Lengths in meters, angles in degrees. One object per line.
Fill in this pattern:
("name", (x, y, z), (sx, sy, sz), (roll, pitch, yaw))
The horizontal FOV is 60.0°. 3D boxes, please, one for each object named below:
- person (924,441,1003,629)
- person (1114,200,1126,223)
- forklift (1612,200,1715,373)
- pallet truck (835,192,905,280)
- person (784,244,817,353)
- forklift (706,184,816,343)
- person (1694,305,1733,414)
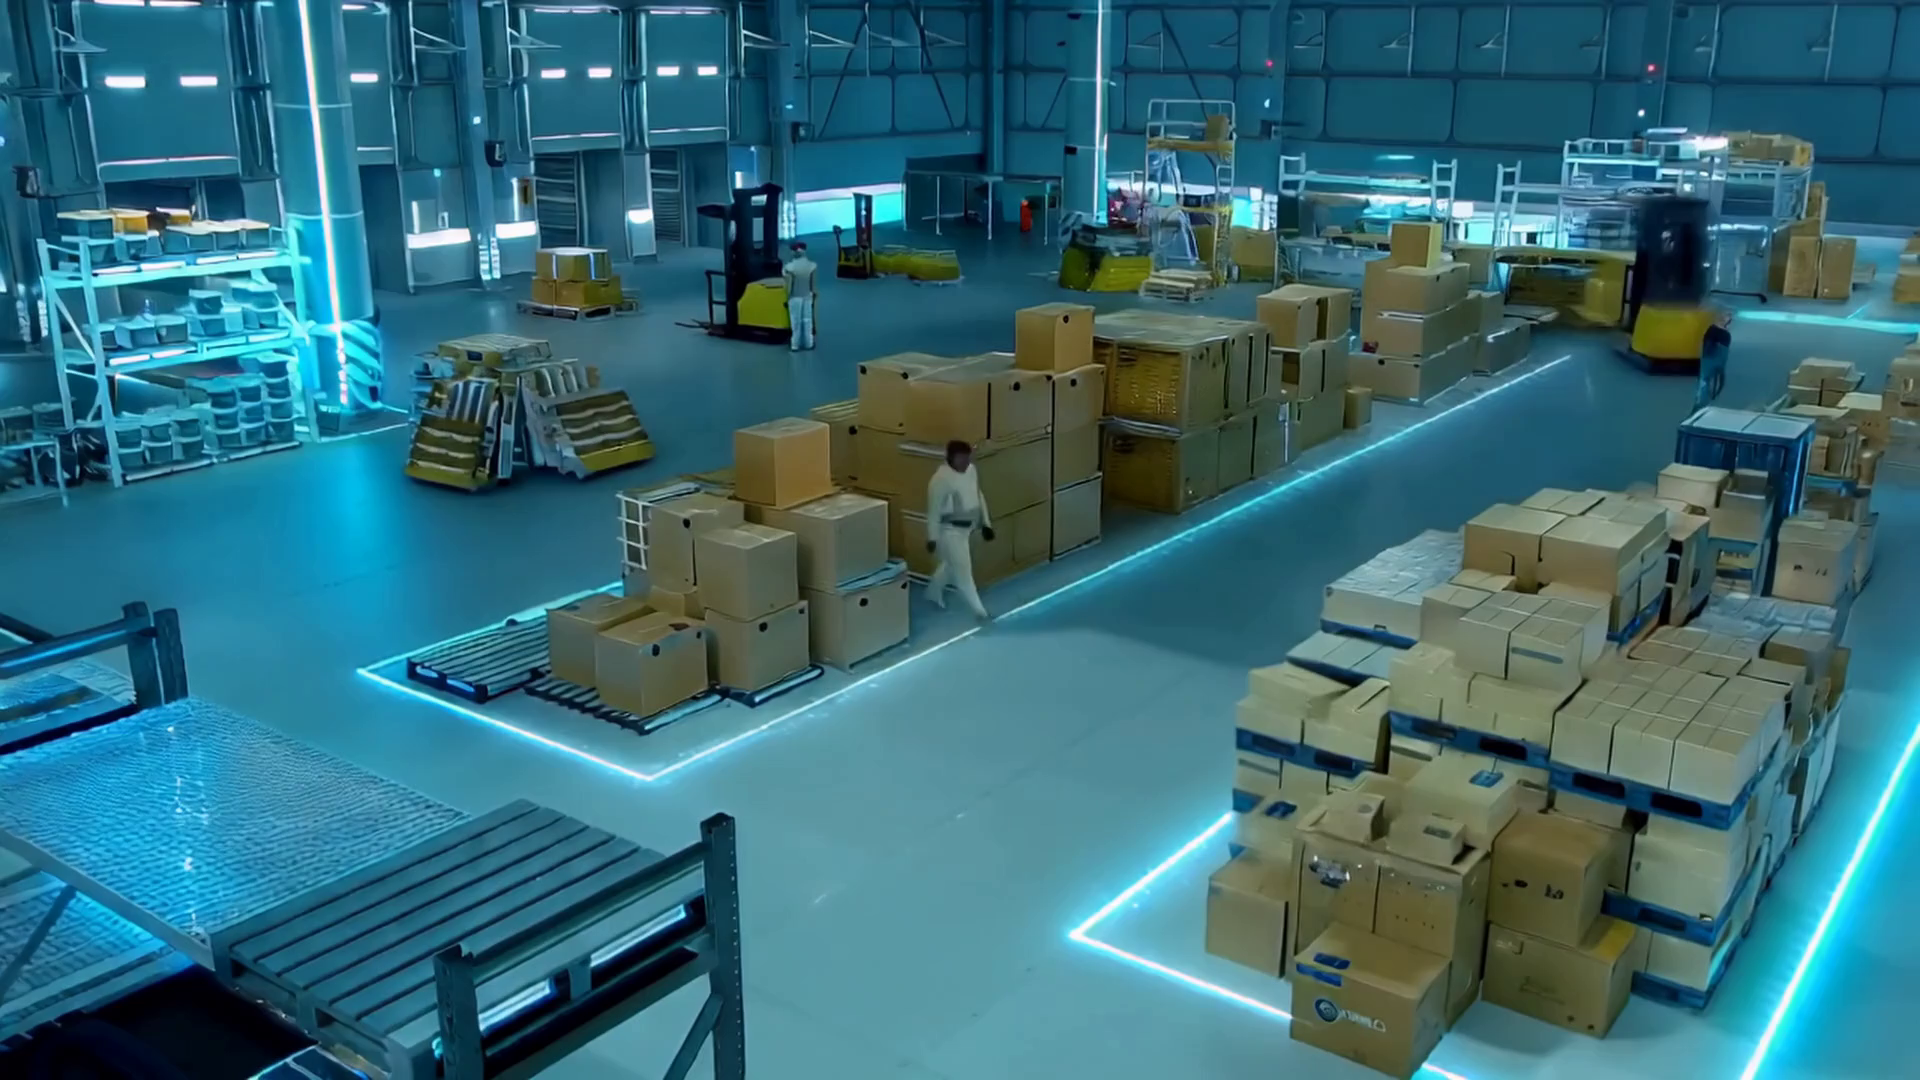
("person", (0.013, -0.078, 15.907), (1.005, 1.783, 0.624), (10, 19, 29))
("person", (3.978, -7.432, 40.443), (0.628, 1.678, 0.534), (0, 17, 1))
("forklift", (12.036, -4.331, 28.116), (1.129, 2.768, 1.873), (1, 17, 4))
("pallet truck", (-1.936, -7.159, 38.982), (1.885, 1.965, 0.823), (-12, 21, -34))
("person", (-2.841, -4.310, 29.677), (0.636, 1.929, 0.385), (-9, 19, -28))
("forklift", (-3.717, -5.181, 30.929), (1.873, 2.768, 1.129), (12, 21, 35))
("person", (10.374, -2.269, 22.896), (0.364, 1.938, 0.630), (15, 22, 40))
